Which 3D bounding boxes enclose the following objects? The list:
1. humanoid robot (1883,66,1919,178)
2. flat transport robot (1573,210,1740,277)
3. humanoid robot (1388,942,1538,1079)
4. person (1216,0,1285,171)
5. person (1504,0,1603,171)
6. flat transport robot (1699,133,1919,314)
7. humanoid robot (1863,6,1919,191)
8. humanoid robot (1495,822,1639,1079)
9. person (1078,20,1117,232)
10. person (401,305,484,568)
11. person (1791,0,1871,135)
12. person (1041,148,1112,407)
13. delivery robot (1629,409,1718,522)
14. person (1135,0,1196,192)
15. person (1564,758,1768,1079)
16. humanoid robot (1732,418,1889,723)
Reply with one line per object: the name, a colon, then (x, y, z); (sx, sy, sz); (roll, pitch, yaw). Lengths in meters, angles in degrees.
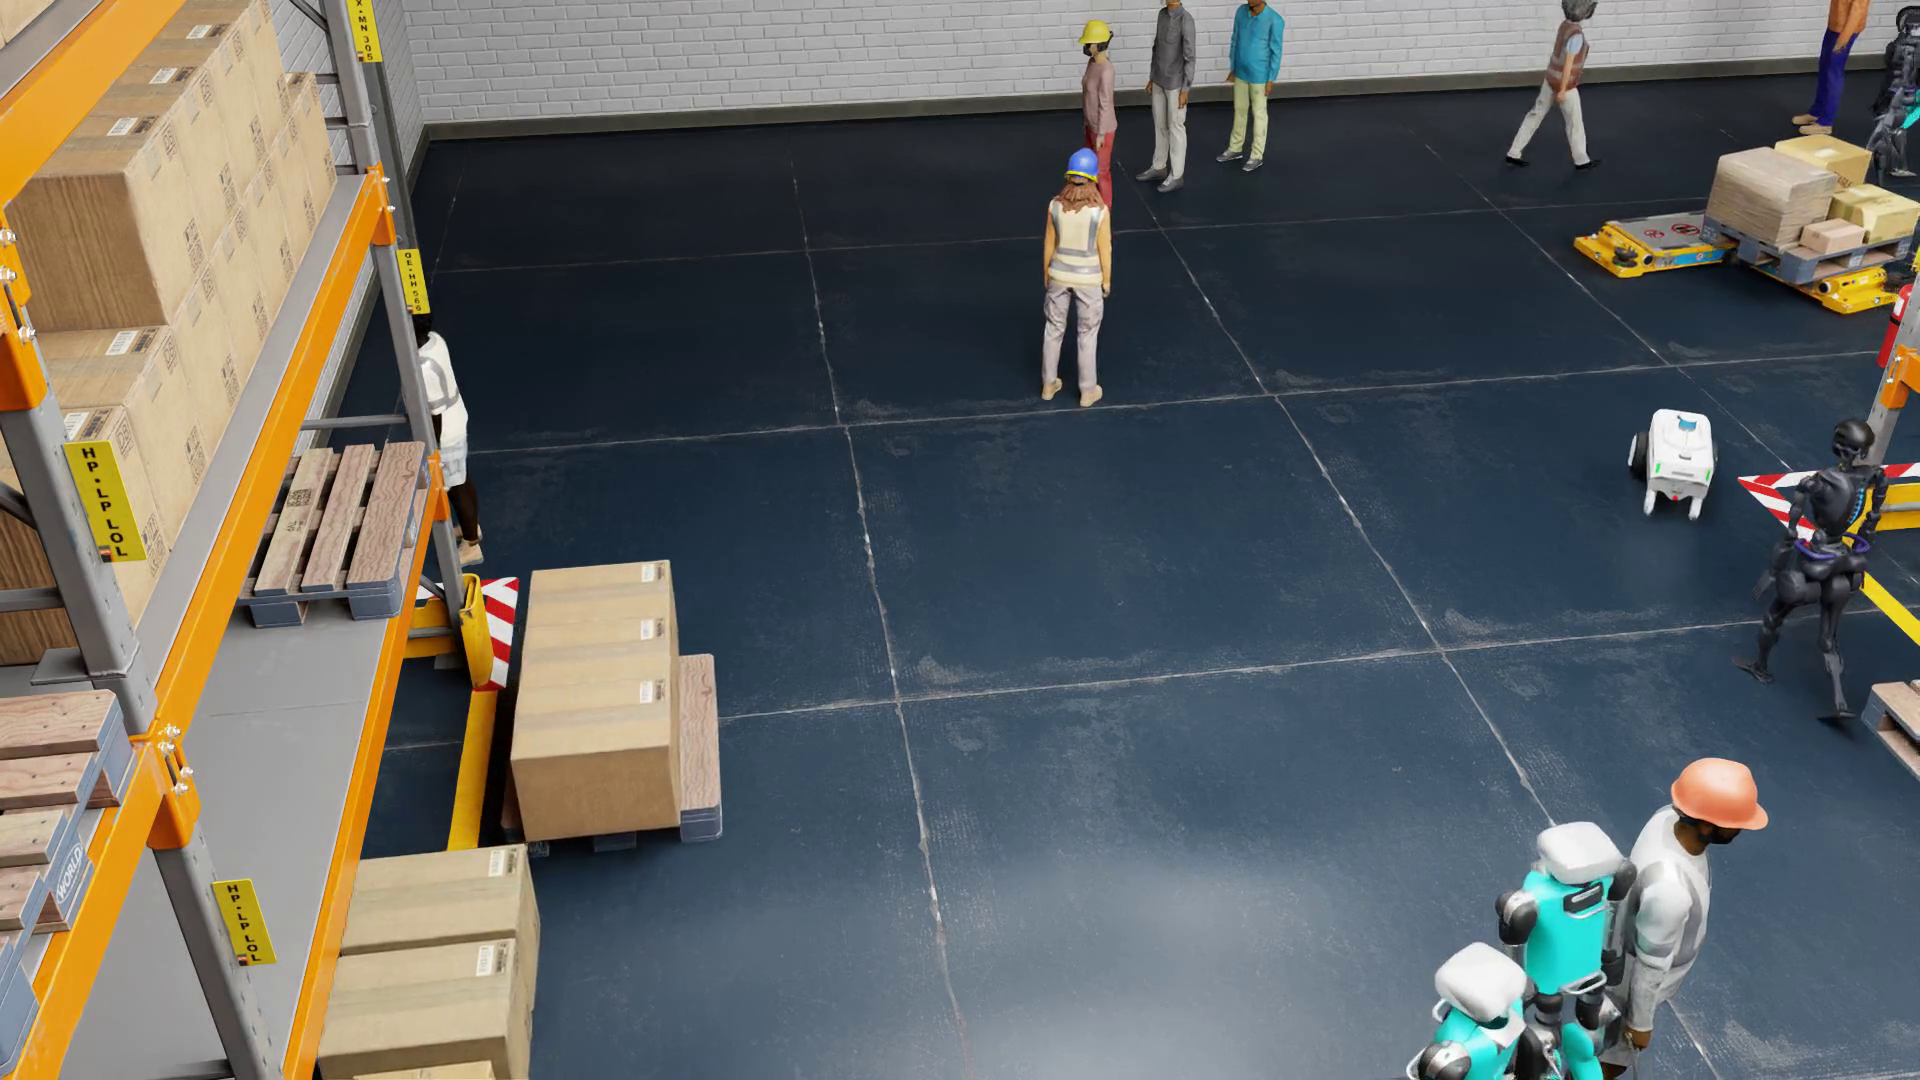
humanoid robot: (8.470, -4.018, 14.662); (0.662, 1.799, 0.541); (-4, 33, -7)
flat transport robot: (5.823, -2.419, 13.559); (1.431, 0.231, 0.659); (-9, 34, -13)
humanoid robot: (1.425, 1.937, 5.545); (0.683, 1.785, 0.538); (28, 42, 36)
person: (2.617, -4.212, 14.947); (0.339, 1.751, 0.562); (-23, 40, -31)
person: (5.429, -4.117, 14.898); (0.874, 1.642, 0.435); (0, 33, -1)
flat transport robot: (6.696, -2.199, 13.222); (0.659, 0.231, 1.431); (-15, 36, -21)
humanoid robot: (8.055, -3.774, 14.350); (0.411, 1.636, 0.607); (8, 34, 13)
humanoid robot: (2.149, 1.841, 5.709); (0.552, 1.789, 0.751); (-14, 36, -21)
person: (1.111, -3.396, 13.695); (0.337, 1.756, 0.516); (-7, 34, -10)
person: (-2.971, -0.623, 9.495); (0.322, 1.698, 0.535); (-5, 34, -8)
person: (8.312, -4.827, 15.689); (0.387, 1.978, 0.503); (4, 33, 7)
person: (0.785, -1.763, 11.182); (0.462, 1.769, 0.352); (12, 35, 17)
delivery robot: (4.479, -0.513, 10.374); (0.499, 0.592, 0.791); (10, 35, 15)
person: (1.845, -3.995, 14.484); (0.374, 1.898, 0.546); (-17, 37, -24)
person: (2.488, 1.542, 5.978); (0.384, 1.931, 0.544); (14, 36, 20)
humanoid robot: (4.359, 0.165, 8.352); (0.610, 1.639, 0.754); (-8, 34, -12)
